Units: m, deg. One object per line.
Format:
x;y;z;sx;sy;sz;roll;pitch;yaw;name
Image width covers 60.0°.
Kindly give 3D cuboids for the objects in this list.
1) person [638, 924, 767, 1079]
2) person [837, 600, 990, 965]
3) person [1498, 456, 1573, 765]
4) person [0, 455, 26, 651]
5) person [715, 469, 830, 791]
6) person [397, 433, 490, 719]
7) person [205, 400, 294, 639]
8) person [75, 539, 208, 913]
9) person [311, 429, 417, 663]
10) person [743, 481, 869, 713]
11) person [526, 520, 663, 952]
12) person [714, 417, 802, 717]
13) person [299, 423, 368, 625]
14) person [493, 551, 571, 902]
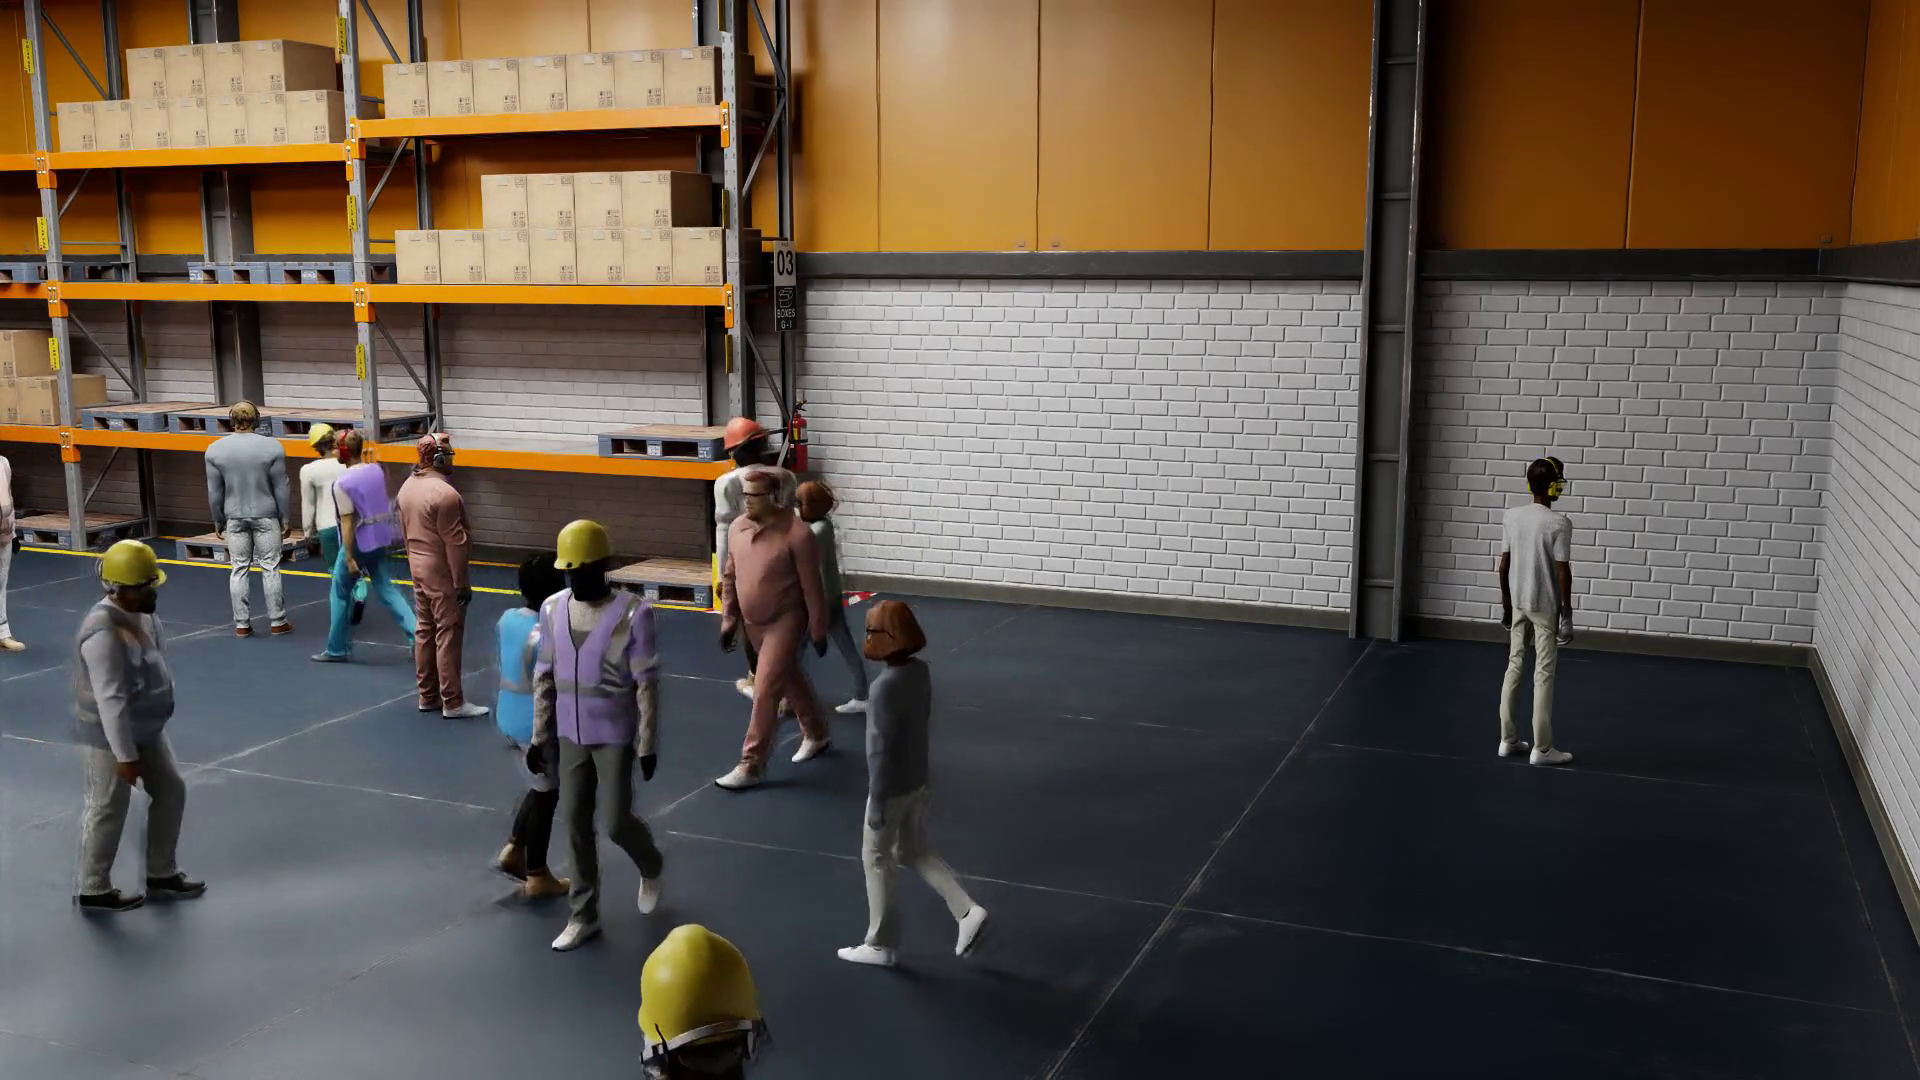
-0.489;1.605;3.218;0.605;1.774;0.949;-4;10;-23;person
-0.218;1.051;7.065;0.585;1.614;0.503;4;10;22;person
3.503;0.425;10.085;0.328;1.872;0.515;-6;11;-34;person
-7.520;-0.010;12.807;0.430;1.843;0.625;3;10;20;person
-1.088;0.488;9.789;0.624;1.851;1.025;8;12;40;person
-3.454;0.238;11.106;0.643;1.909;0.410;9;13;42;person
-5.722;-0.163;13.440;0.628;1.940;0.373;-1;9;-9;person
-3.828;0.869;7.656;0.650;1.784;0.596;-1;9;-6;person
-4.450;0.056;12.523;0.918;1.810;0.582;3;10;17;person
-1.001;0.398;11.141;0.886;1.556;0.530;1;9;7;person
-1.615;0.845;7.426;0.598;1.907;0.608;4;10;24;person
-1.355;0.164;11.300;0.725;1.980;0.899;-5;11;-28;person
-5.132;-0.108;13.750;0.558;1.721;0.617;-5;10;-26;person
-1.986;0.882;7.872;0.376;1.678;0.551;-8;12;-40;person
